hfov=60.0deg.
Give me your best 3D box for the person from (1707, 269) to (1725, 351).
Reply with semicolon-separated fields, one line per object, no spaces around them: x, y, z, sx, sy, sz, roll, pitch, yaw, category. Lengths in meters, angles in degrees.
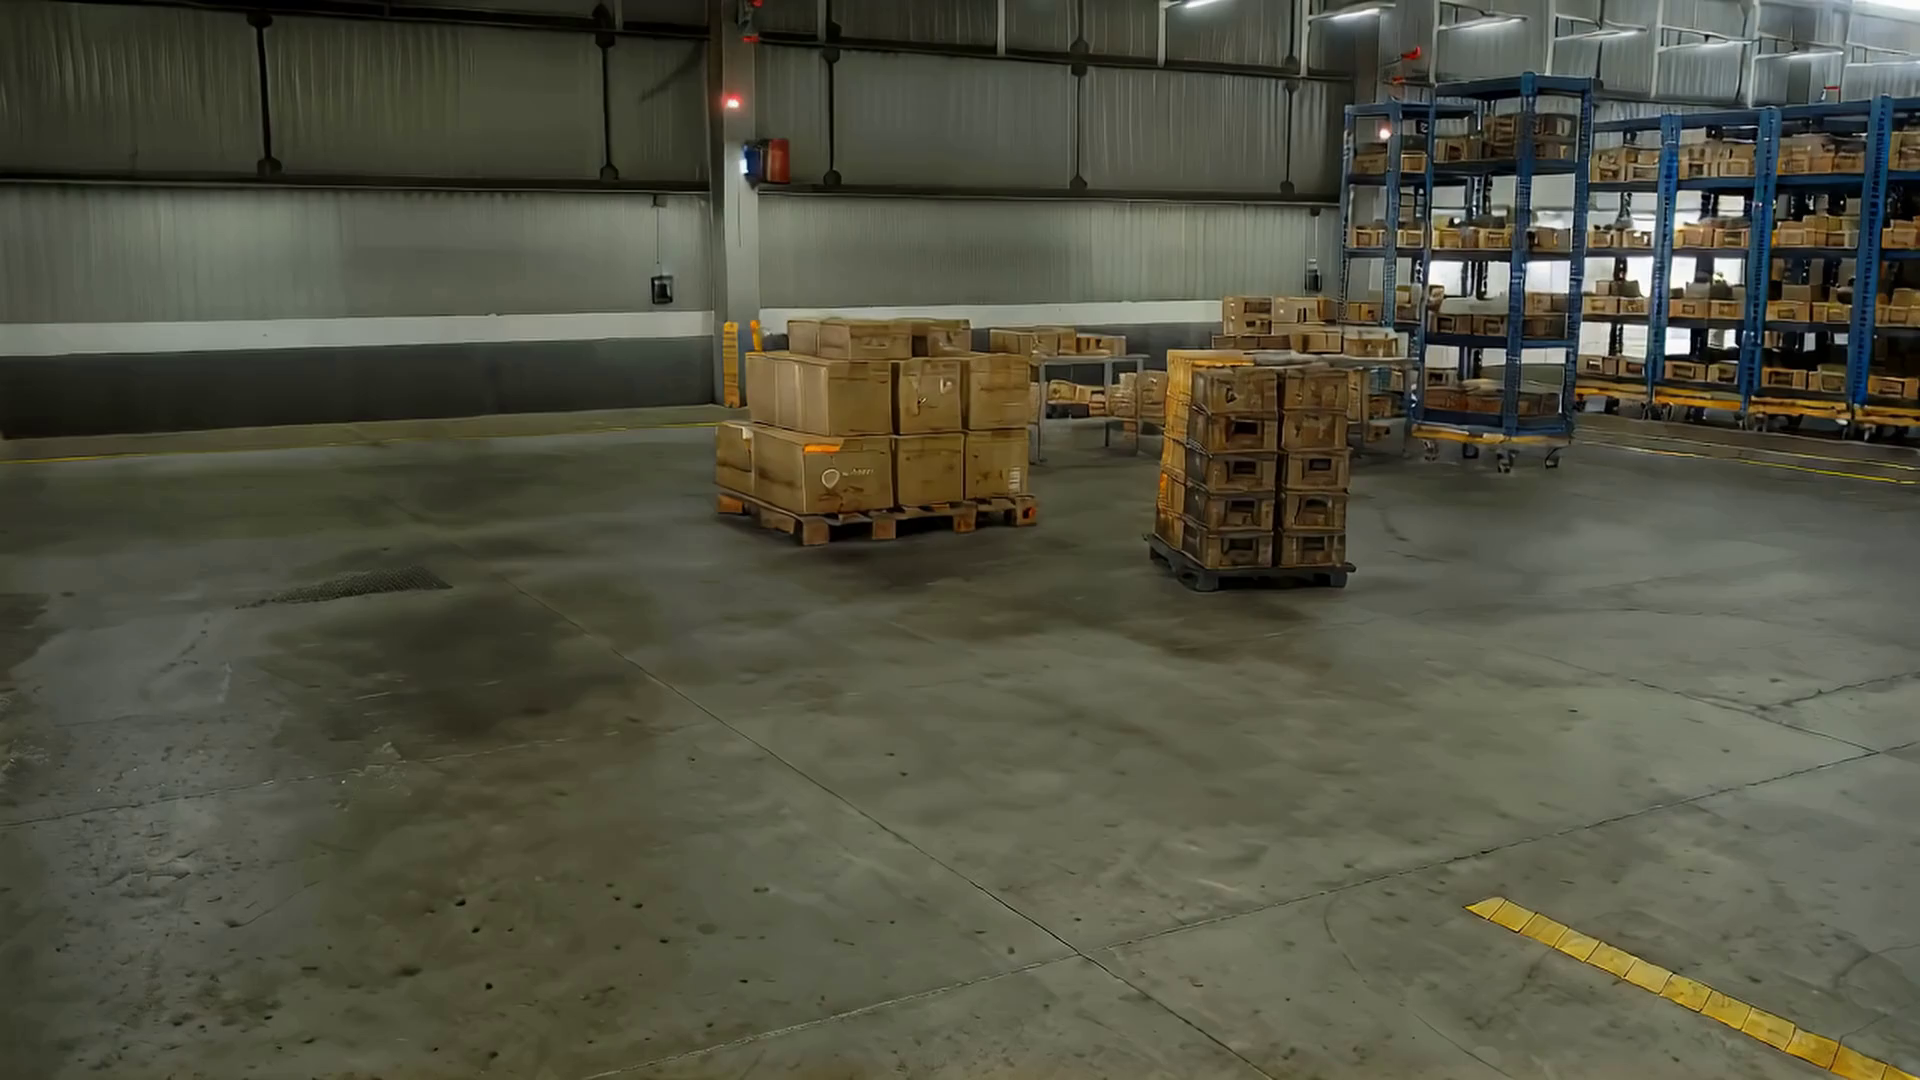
11.326;-3.208;25.072;0.562;1.743;0.358;-9;13;-40;person
